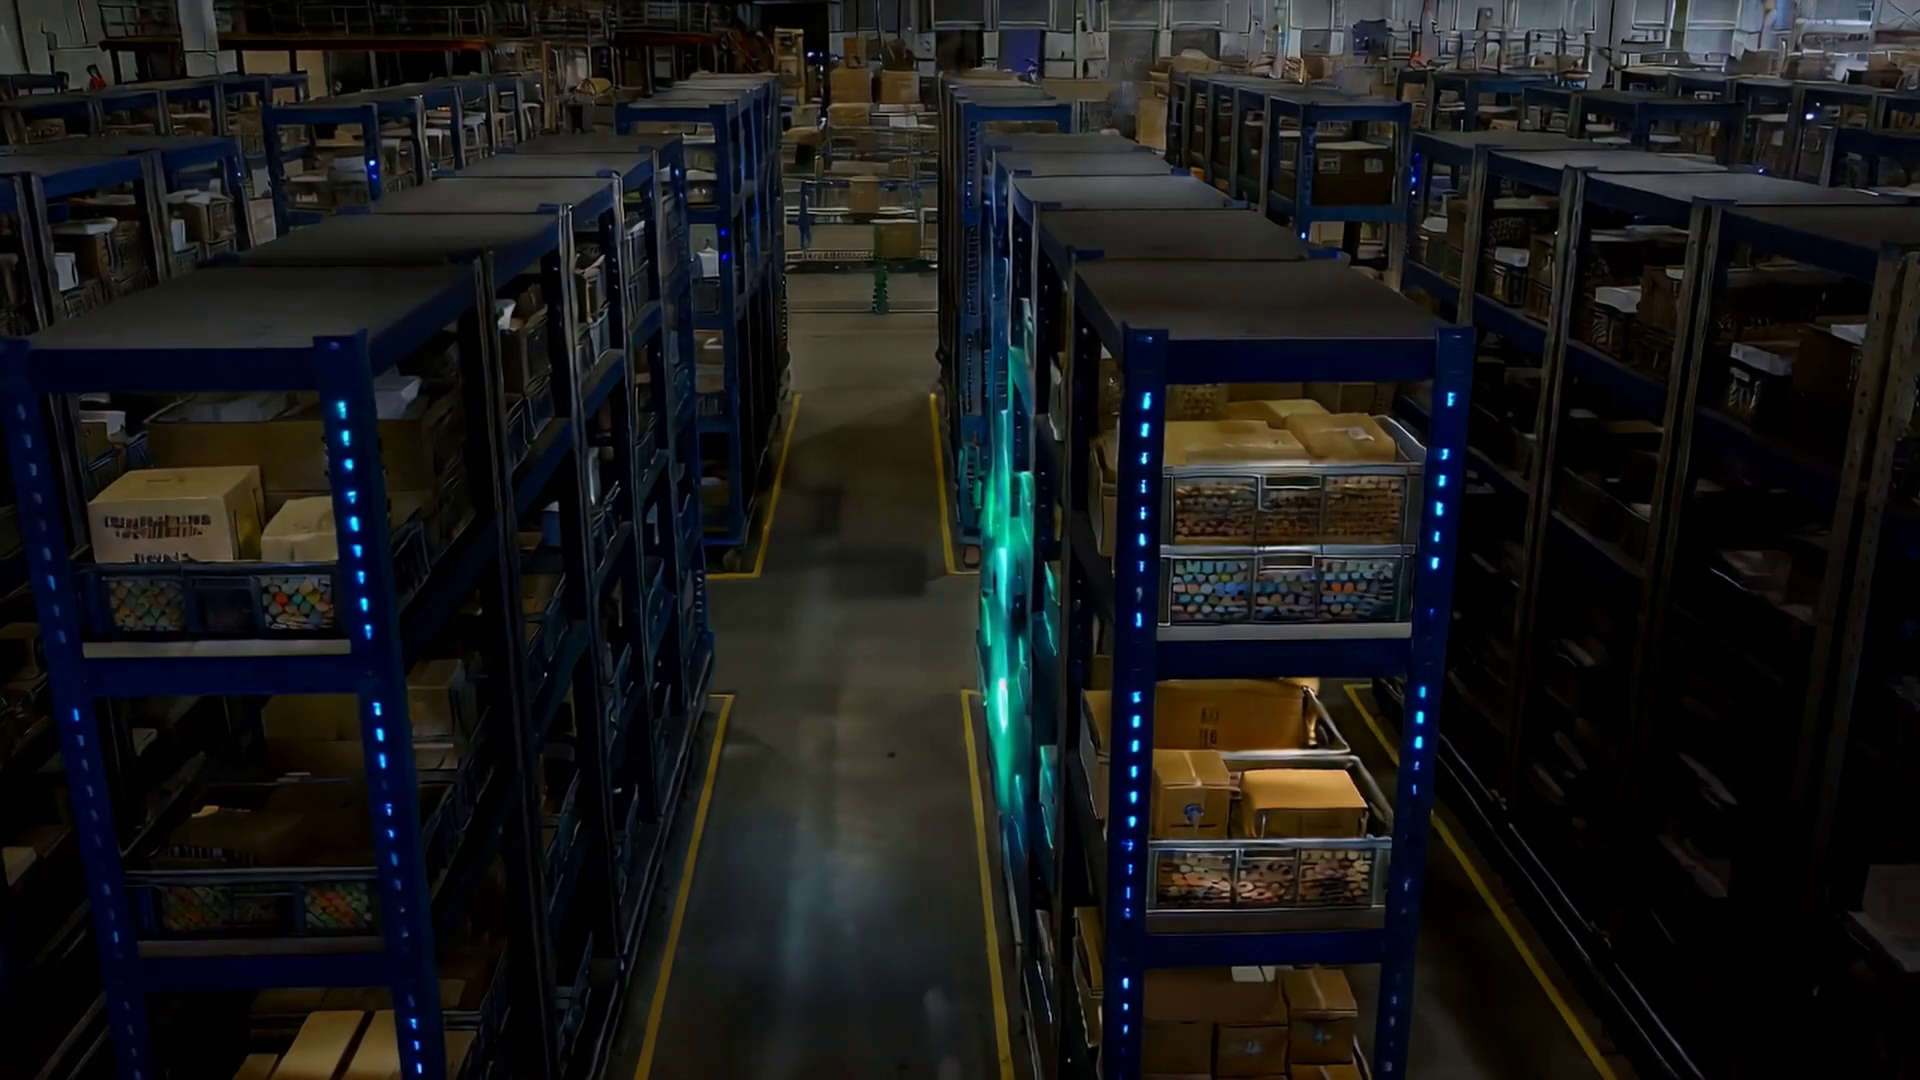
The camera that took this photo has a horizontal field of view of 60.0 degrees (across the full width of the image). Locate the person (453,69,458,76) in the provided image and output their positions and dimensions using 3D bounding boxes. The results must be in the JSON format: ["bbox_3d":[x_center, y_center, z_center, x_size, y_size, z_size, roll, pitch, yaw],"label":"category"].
[{"bbox_3d":[-19.097,-16.924,63.219,0.947,1.880,0.605,0,18,-1],"label":"person"}]

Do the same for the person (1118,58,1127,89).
[{"bbox_3d":[7.679,-21.728,78.204,0.973,1.819,0.542,-7,19,-19],"label":"person"}]

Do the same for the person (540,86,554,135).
[{"bbox_3d":[-13.885,-14.435,55.716,0.523,1.769,0.323,-9,20,-26],"label":"person"}]

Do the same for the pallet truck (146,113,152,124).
[{"bbox_3d":[-18.087,-8.309,36.390,1.885,1.965,0.823,-1,18,-4],"label":"pallet truck"}]

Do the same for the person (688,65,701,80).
[{"bbox_3d":[-10.373,-17.533,64.865,0.746,2.000,0.879,-13,22,-36],"label":"person"}]

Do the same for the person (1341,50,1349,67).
[{"bbox_3d":[19.854,-24.140,85.417,0.690,1.968,0.642,-1,18,-2],"label":"person"}]

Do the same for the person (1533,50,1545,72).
[{"bbox_3d":[30.803,-25.119,88.587,0.572,1.887,0.356,16,24,40],"label":"person"}]

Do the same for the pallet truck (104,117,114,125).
[{"bbox_3d":[-18.367,-7.885,35.078,1.885,1.965,0.823,1,18,2],"label":"pallet truck"}]

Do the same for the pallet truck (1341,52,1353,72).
[{"bbox_3d":[18.794,-23.123,82.231,0.823,1.965,1.885,-13,22,-35],"label":"pallet truck"}]

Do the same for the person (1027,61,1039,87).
[{"bbox_3d":[3.045,-18.971,69.392,0.617,2.006,0.968,17,24,41],"label":"person"}]

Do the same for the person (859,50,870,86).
[{"bbox_3d":[-5.116,-25.301,89.135,0.553,1.908,0.882,-1,18,-3],"label":"person"}]

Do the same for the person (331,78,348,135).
[{"bbox_3d":[-20.782,-14.562,55.957,0.619,1.866,0.598,16,24,40],"label":"person"}]

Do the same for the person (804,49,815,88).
[{"bbox_3d":[-7.854,-24.630,86.896,0.608,1.996,0.375,4,18,13],"label":"person"}]

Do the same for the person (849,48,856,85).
[{"bbox_3d":[-5.846,-25.824,90.705,0.379,1.922,0.594,5,19,16],"label":"person"}]

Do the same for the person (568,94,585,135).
[{"bbox_3d":[-10.807,-11.610,46.845,0.448,1.855,0.511,14,22,36],"label":"person"}]

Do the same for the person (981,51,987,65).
[{"bbox_3d":[1.410,-26.947,94.559,0.408,1.680,0.585,10,21,29],"label":"person"}]

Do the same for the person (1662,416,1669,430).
[{"bbox_3d":[4.978,-0.175,11.593,0.985,1.780,0.585,8,20,24],"label":"person"}]

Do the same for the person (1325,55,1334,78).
[{"bbox_3d":[18.602,-23.512,83.785,0.982,1.792,0.637,6,19,19],"label":"person"}]

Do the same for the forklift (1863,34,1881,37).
[{"bbox_3d":[45.817,-24.194,84.132,1.129,2.768,1.873,12,21,33],"label":"forklift"}]

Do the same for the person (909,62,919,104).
[{"bbox_3d":[-1.987,-19.294,70.507,0.453,1.915,0.651,-5,19,-16],"label":"person"}]

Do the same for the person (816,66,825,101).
[{"bbox_3d":[-5.469,-17.677,65.489,0.374,1.928,0.543,-3,18,-8],"label":"person"}]

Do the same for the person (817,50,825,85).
[{"bbox_3d":[-7.561,-25.637,90.268,0.430,1.841,0.624,-2,18,-8],"label":"person"}]

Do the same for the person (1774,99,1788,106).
[{"bbox_3d":[25.723,-13.286,52.278,0.532,1.693,0.319,-10,20,-27],"label":"person"}]

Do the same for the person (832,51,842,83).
[{"bbox_3d":[-6.805,-26.128,91.952,0.808,1.734,0.525,-13,22,-35],"label":"person"}]

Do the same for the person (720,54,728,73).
[{"bbox_3d":[-13.009,-25.990,91.202,0.444,1.928,0.621,5,19,15],"label":"person"}]
